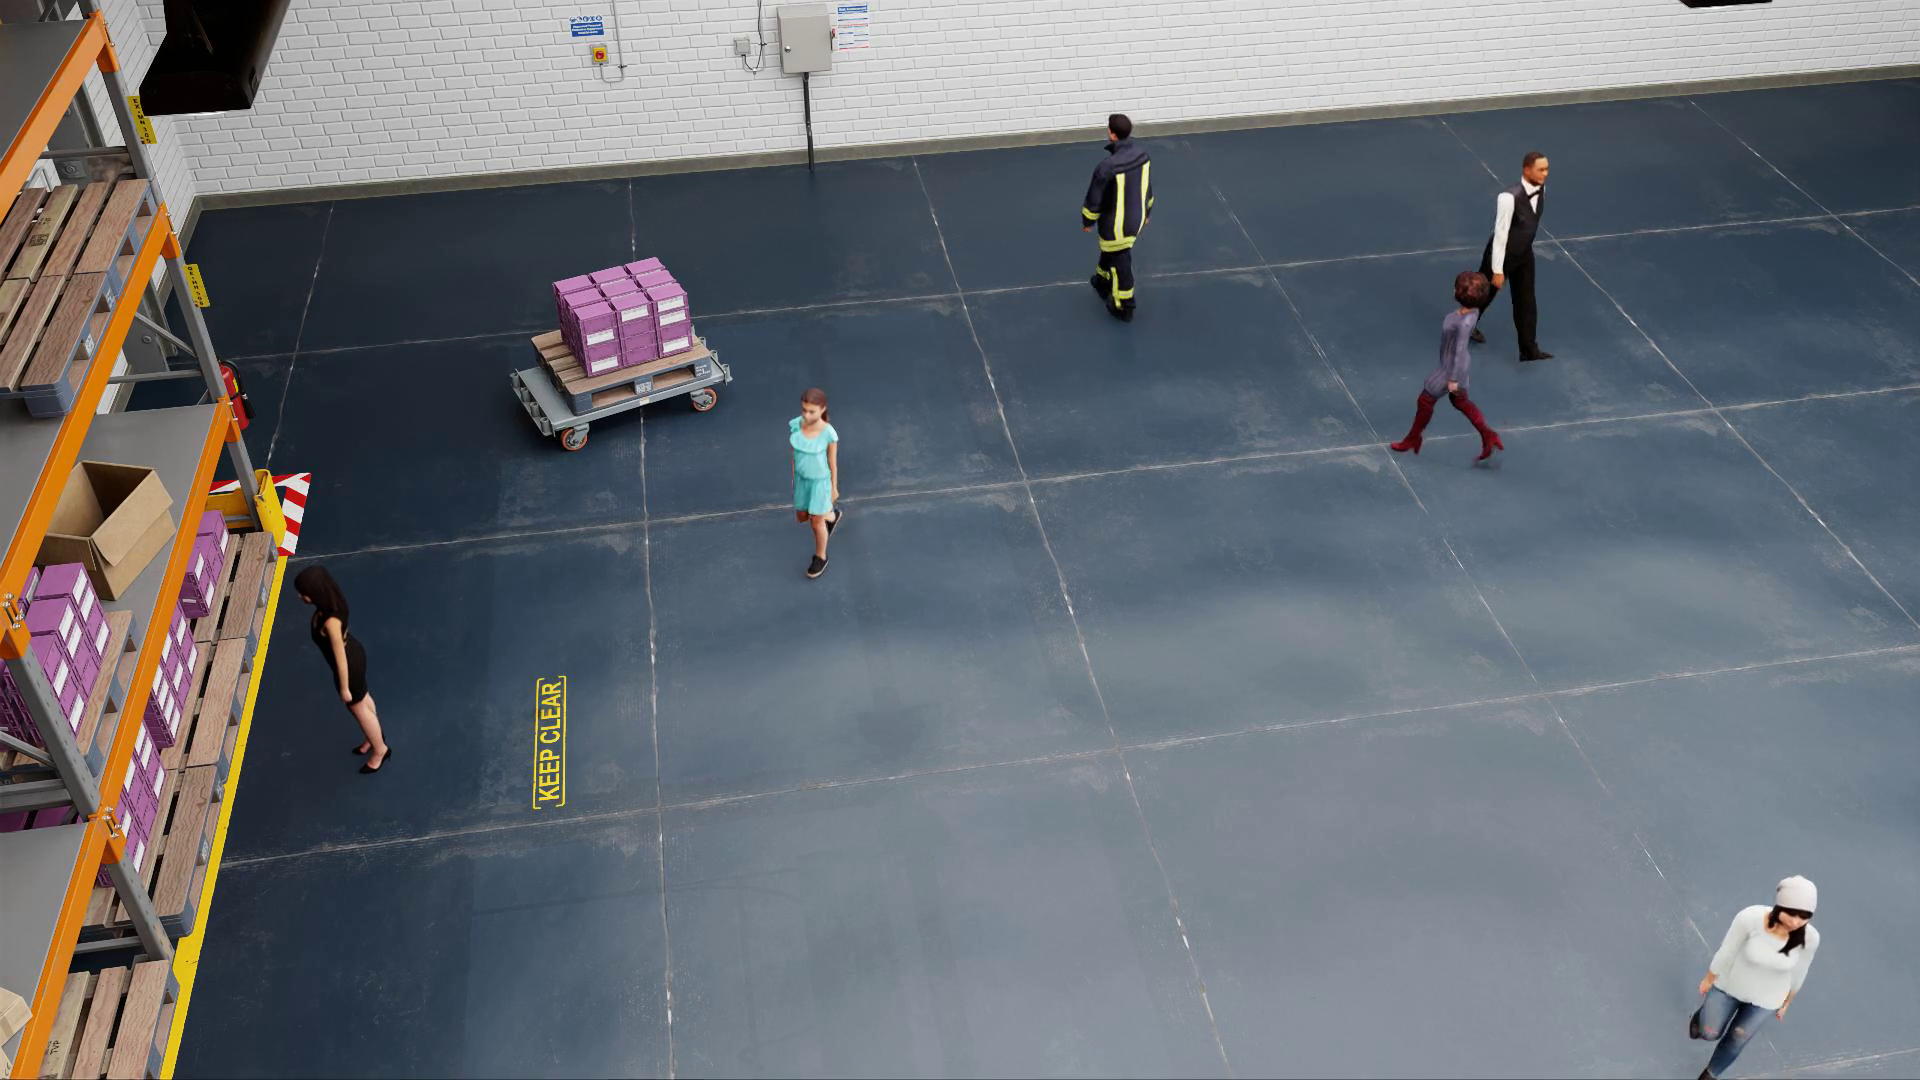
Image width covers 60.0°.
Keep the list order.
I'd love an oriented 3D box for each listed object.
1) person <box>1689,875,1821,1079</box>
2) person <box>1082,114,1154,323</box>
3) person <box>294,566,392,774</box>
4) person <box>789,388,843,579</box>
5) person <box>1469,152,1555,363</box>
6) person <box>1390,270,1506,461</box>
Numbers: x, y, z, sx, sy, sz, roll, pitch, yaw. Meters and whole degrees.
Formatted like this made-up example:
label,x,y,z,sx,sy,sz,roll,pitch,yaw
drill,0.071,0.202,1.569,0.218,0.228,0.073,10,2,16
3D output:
label,x,y,z,sx,sy,sz,roll,pitch,yaw
person,4.049,2.247,8.562,0.807,1.639,0.915,14,41,16
person,1.476,-2.800,14.672,1.056,1.901,1.135,-26,45,-29
person,-3.810,0.790,10.381,0.642,1.645,0.469,-12,40,-15
person,-1.017,-0.470,12.037,0.802,1.548,0.885,19,42,22
person,4.646,-2.474,14.285,1.015,1.874,1.328,-20,43,-24
person,3.930,-1.303,12.976,1.027,1.678,1.114,14,41,17
